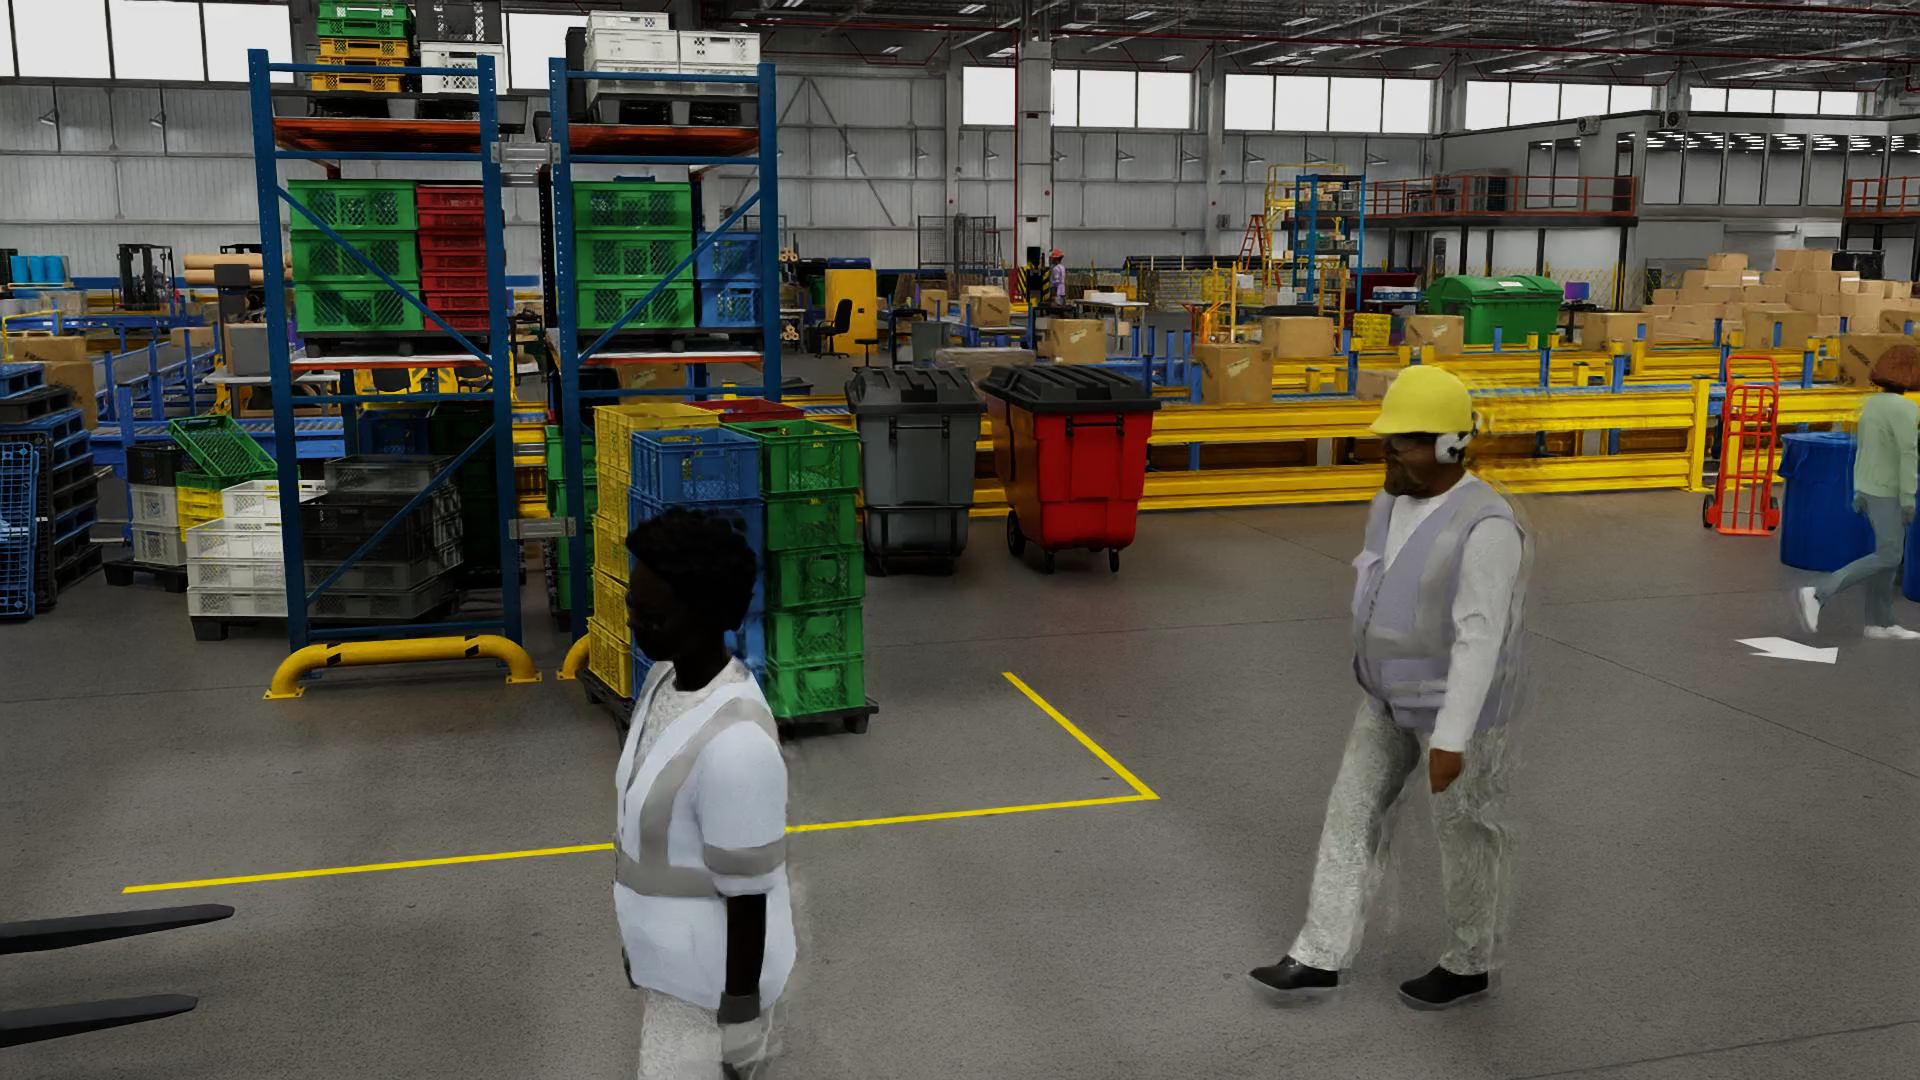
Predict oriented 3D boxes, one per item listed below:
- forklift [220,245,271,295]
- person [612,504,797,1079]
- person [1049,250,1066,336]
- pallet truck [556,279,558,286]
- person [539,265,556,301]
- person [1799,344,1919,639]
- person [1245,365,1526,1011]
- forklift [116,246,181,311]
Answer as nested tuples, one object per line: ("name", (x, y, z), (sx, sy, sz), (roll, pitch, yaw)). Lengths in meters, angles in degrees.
("forklift", (-17.749, -6.334, 41.440), (1.157, 1.987, 2.680), (-3, 10, -17))
("person", (-0.410, 0.756, 3.052), (0.699, 1.679, 0.535), (-4, 11, -19))
("person", (2.297, -5.857, 39.491), (0.372, 2.044, 0.607), (3, 11, 18))
("pallet truck", (-10.604, -6.375, 44.520), (0.653, 1.274, 1.630), (-3, 10, -15))
("person", (-10.882, -6.510, 43.661), (0.657, 1.877, 0.661), (3, 10, 15))
("person", (4.889, -0.244, 8.914), (0.609, 1.613, 0.509), (1, 10, 8))
("person", (1.154, 0.440, 4.498), (0.807, 1.800, 0.626), (-3, 11, -19))
("forklift", (-19.966, -6.232, 40.894), (1.157, 1.987, 2.680), (-3, 10, -15))
